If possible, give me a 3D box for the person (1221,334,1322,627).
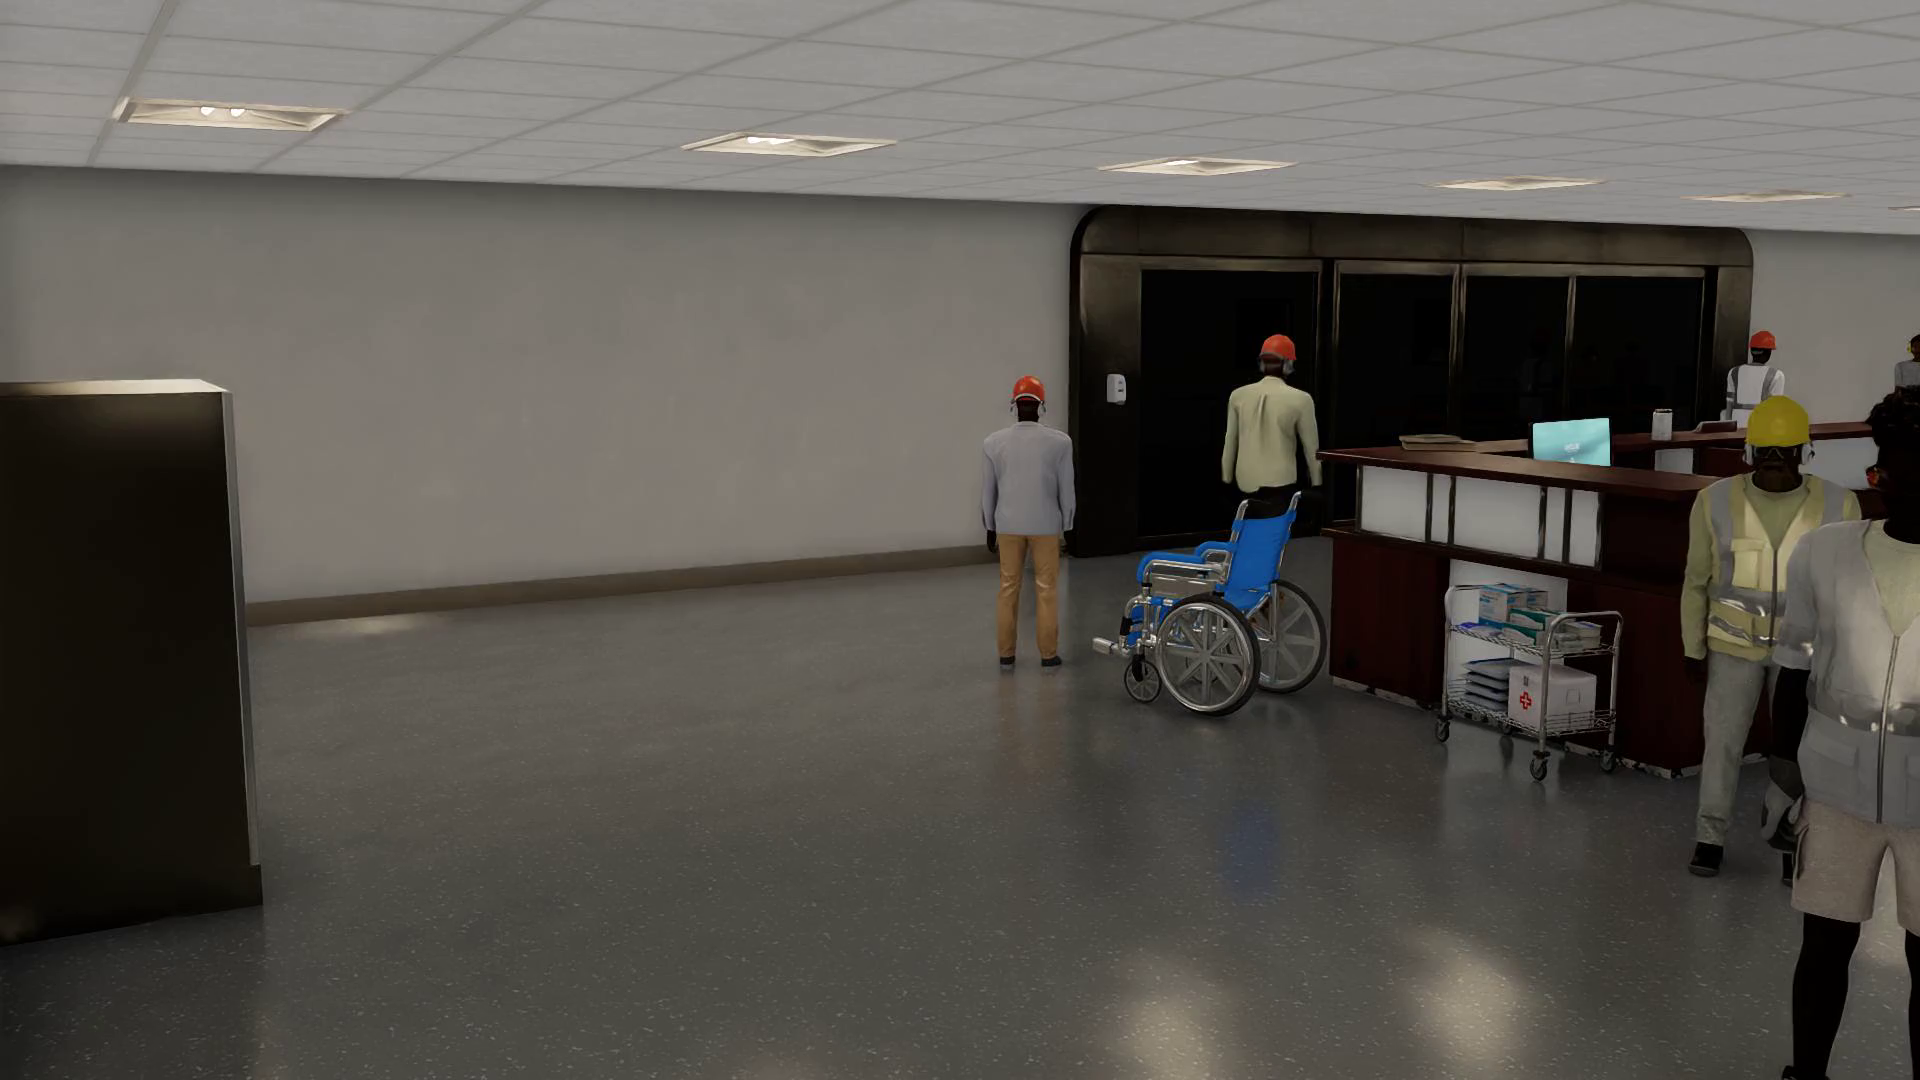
[{"bbox_3d":[2.165,-0.411,11.340,0.651,1.952,0.942,5,9,34],"label":"person"}]

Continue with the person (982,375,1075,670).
[{"bbox_3d":[0.410,-0.102,9.886,0.564,1.743,0.353,2,8,14],"label":"person"}]

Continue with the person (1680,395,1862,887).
[{"bbox_3d":[2.984,0.377,6.151,0.597,1.824,0.413,3,9,23],"label":"person"}]

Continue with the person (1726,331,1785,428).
[{"bbox_3d":[7.827,-1.089,16.389,0.379,1.933,0.544,-7,11,-42],"label":"person"}]

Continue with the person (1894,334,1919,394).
[{"bbox_3d":[11.103,-1.458,19.324,0.502,1.857,0.326,4,9,26],"label":"person"}]

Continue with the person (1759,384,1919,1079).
[{"bbox_3d":[2.236,0.607,3.974,0.600,1.960,0.374,7,10,40],"label":"person"}]
